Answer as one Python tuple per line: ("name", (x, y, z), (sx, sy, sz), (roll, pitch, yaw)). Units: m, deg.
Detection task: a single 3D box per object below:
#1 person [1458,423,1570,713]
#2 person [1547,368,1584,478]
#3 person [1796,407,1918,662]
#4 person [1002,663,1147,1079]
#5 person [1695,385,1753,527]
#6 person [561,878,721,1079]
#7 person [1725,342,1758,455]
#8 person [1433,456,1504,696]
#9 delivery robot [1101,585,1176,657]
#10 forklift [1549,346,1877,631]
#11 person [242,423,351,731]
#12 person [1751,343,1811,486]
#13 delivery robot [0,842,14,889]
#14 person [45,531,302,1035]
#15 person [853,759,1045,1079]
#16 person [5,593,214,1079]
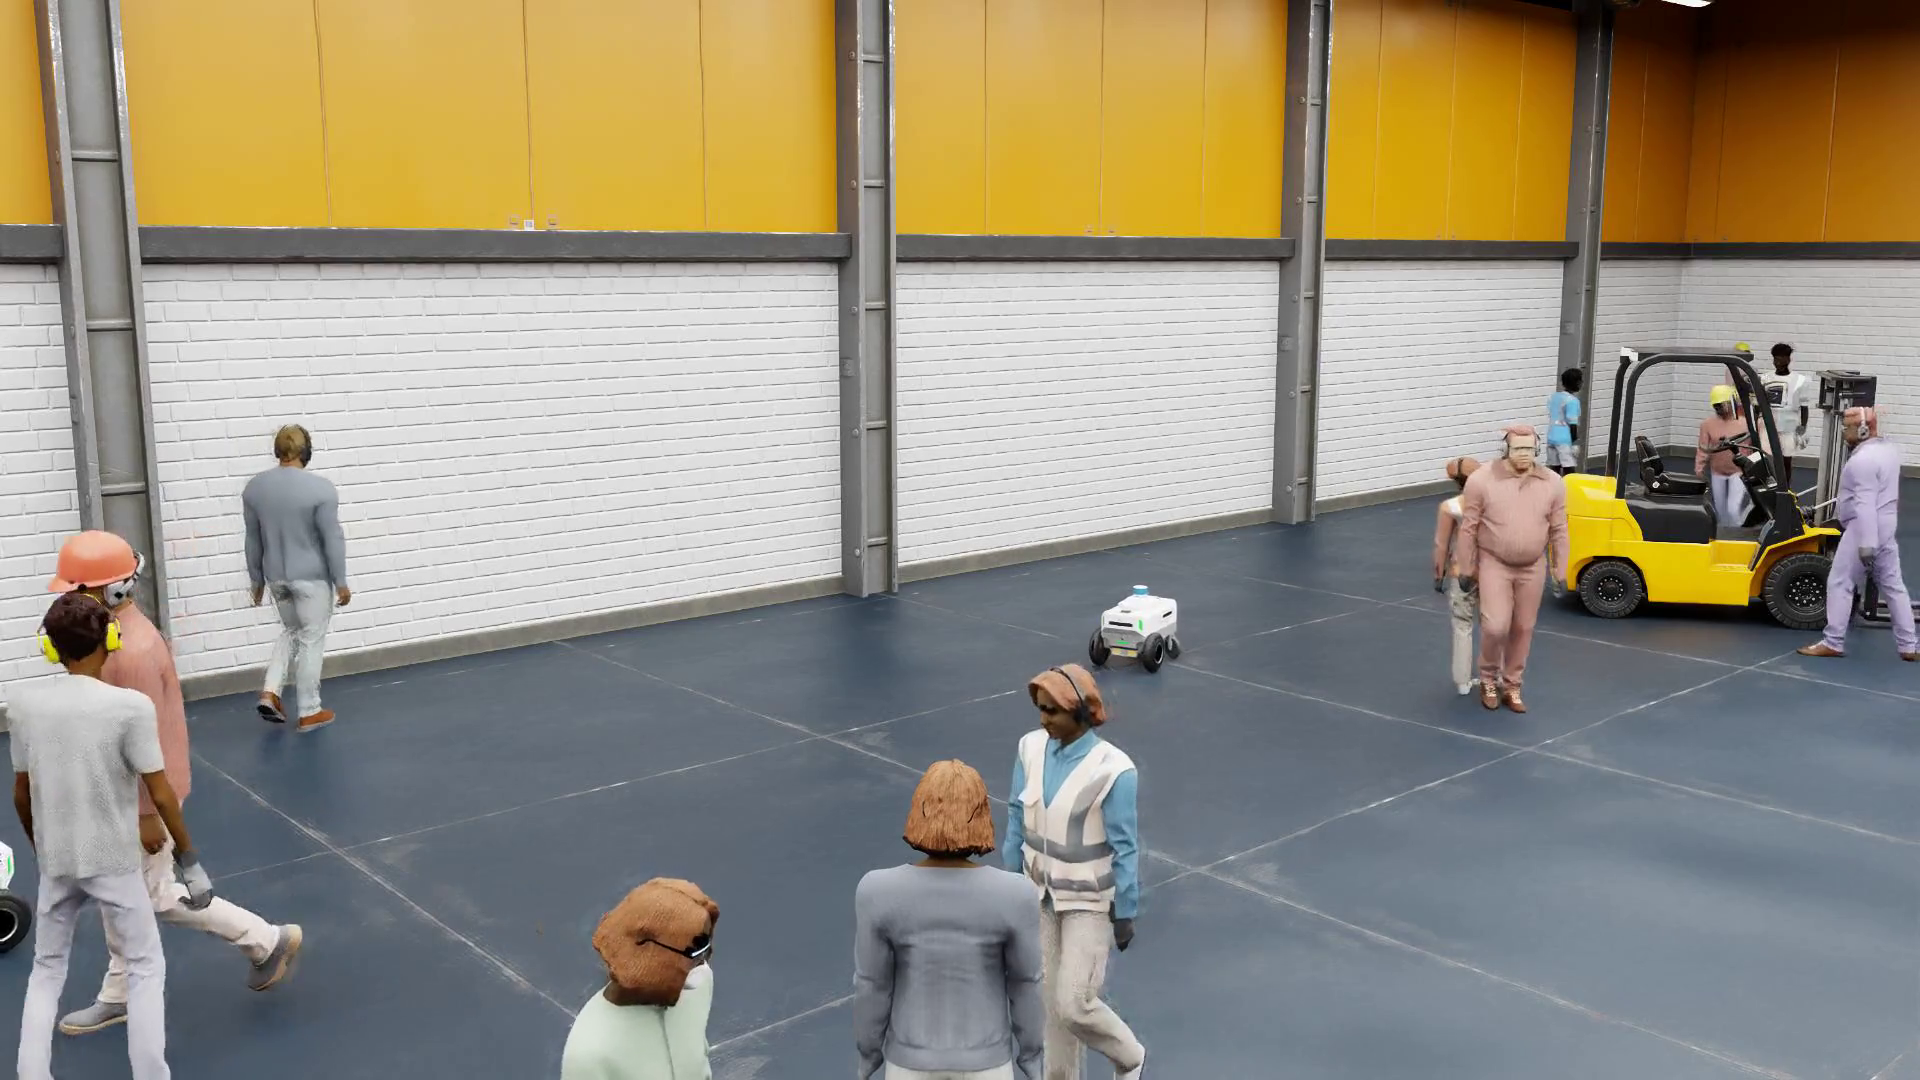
("person", (3.566, 0.188, 10.691), (0.668, 1.887, 0.441), (0, 10, 0))
("person", (6.826, -1.097, 18.828), (0.326, 1.681, 0.596), (-1, 10, -4))
("person", (6.669, -0.037, 12.132), (0.693, 1.861, 0.700), (-9, 13, -42))
("person", (0.379, 1.198, 5.562), (0.394, 1.623, 0.517), (-8, 13, -39))
("person", (7.339, -0.622, 15.894), (0.540, 1.725, 0.590), (10, 14, 44))
("person", (-0.685, 1.513, 3.791), (0.841, 1.578, 0.513), (6, 11, 32))
("person", (10.704, -1.835, 22.884), (0.527, 1.767, 0.331), (-3, 10, -15))
("person", (3.446, 0.246, 11.148), (0.552, 1.617, 0.364), (-2, 10, -12))
("delivery robot", (1.302, 0.573, 12.055), (0.477, 0.478, 0.707), (5, 11, 28))
("forklift", (6.109, -0.478, 13.691), (2.313, 2.155, 1.214), (3, 10, 16))
("person", (-4.088, 0.239, 10.280), (0.638, 1.920, 0.462), (3, 10, 16))
("person", (9.468, -1.289, 19.230), (0.621, 1.945, 0.576), (5, 11, 28))
("delivery robot", (-4.378, 1.446, 6.946), (0.477, 0.478, 0.707), (9, 13, 41))
("person", (-3.001, 0.904, 6.293), (0.772, 1.962, 0.644), (-6, 11, -31))
("person", (-0.028, 1.384, 4.425), (0.507, 1.632, 0.268), (0, 10, 3))
("person", (-2.895, 1.094, 5.529), (0.785, 1.844, 0.414), (1, 10, 4))
